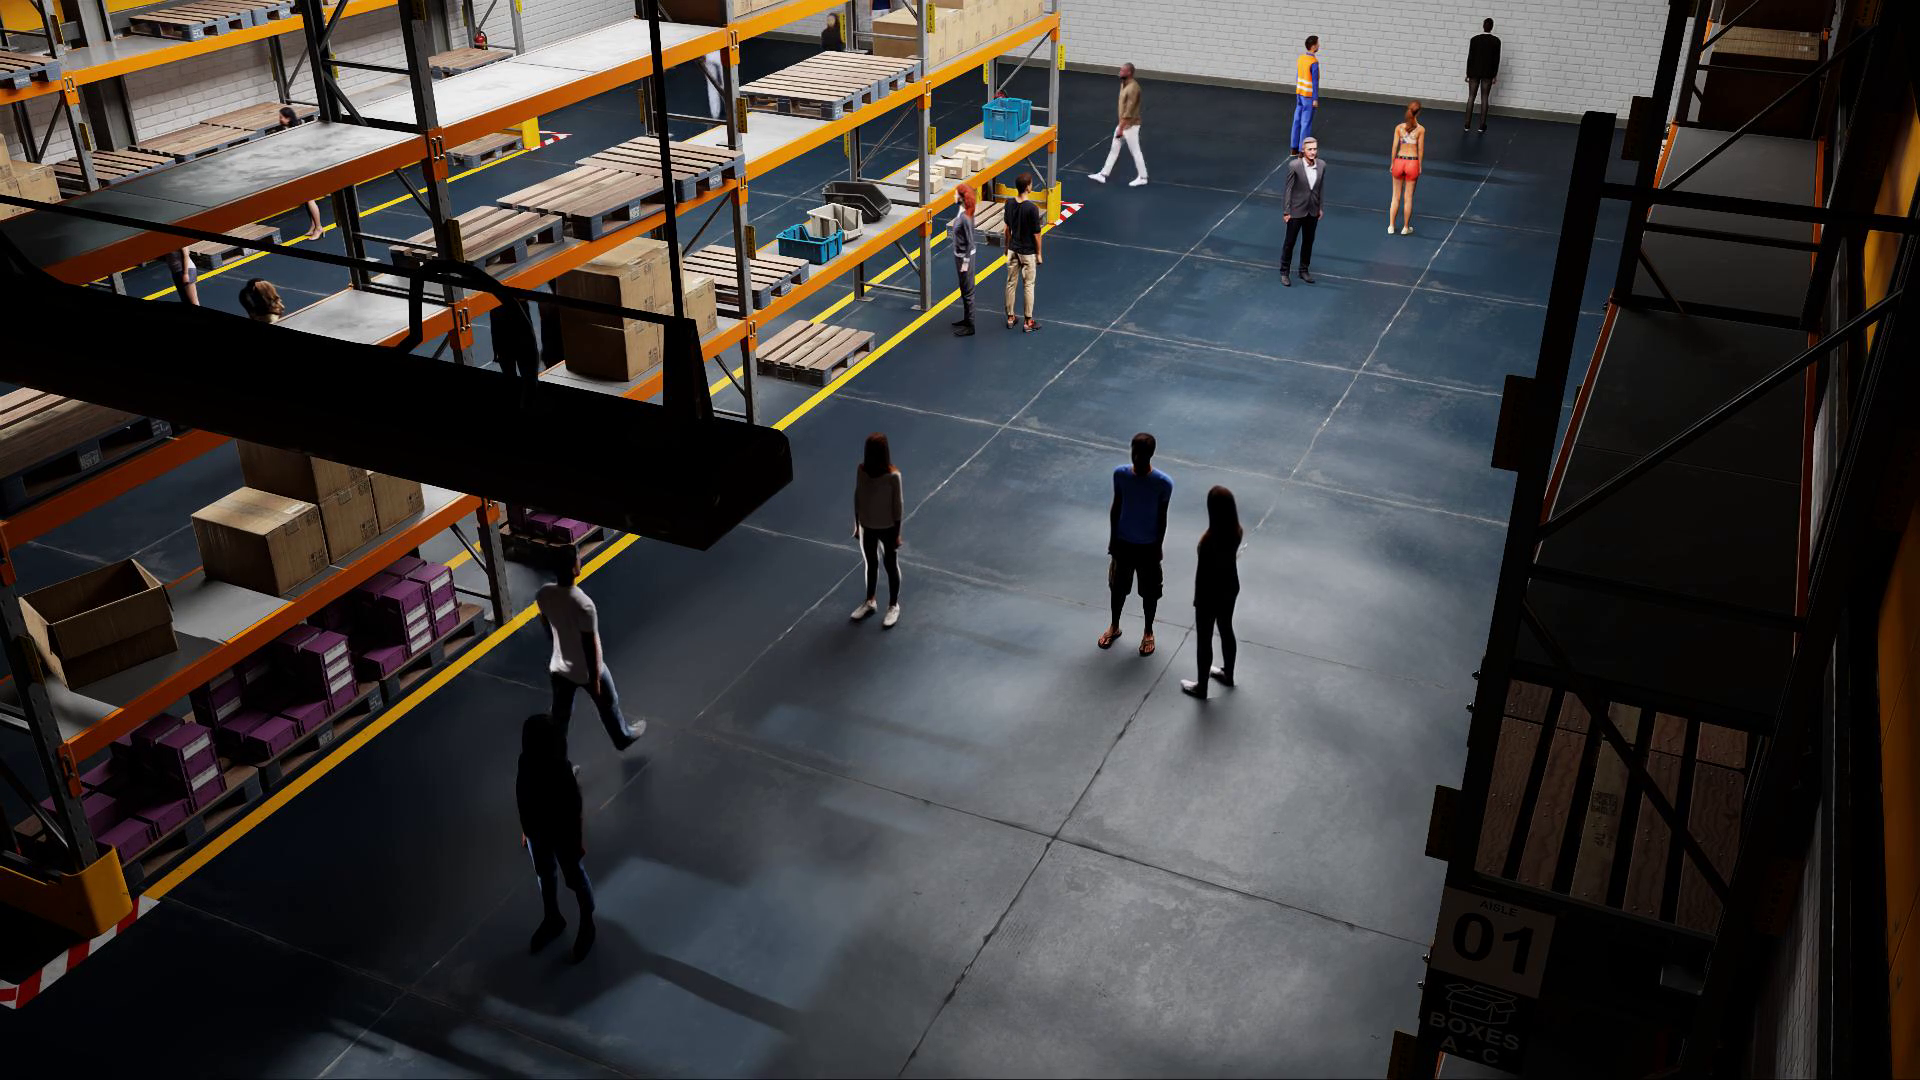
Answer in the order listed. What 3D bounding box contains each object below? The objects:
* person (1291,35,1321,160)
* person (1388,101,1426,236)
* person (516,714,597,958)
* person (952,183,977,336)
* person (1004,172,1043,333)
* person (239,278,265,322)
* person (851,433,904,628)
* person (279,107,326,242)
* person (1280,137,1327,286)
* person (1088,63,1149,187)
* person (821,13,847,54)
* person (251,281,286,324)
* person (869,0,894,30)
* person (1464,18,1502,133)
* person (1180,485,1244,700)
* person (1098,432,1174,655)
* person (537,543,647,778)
[{"bbox_3d":[5.349,-6.838,25.661,0.839,1.864,0.783,-10,30,-18],"label":"person"},{"bbox_3d":[6.003,-5.005,22.380,0.572,1.788,0.542,12,31,21],"label":"person"},{"bbox_3d":[-2.451,1.771,10.050,0.590,1.701,0.559,9,30,17],"label":"person"},{"bbox_3d":[0.055,-3.236,19.147,0.716,1.779,0.600,-3,29,-6],"label":"person"},{"bbox_3d":[0.717,-3.339,19.255,0.686,1.857,0.576,18,33,30],"label":"person"},{"bbox_3d":[-6.861,-1.772,16.518,0.728,1.726,0.641,-4,29,-8],"label":"person"},{"bbox_3d":[-0.654,-0.116,13.502,0.600,1.708,0.556,14,32,25],"label":"person"},{"bbox_3d":[-8.797,-4.885,22.181,0.817,1.769,0.783,-16,32,-26],"label":"person"},{"bbox_3d":[4.277,-4.108,20.683,0.798,1.840,0.850,-9,30,-16],"label":"person"},{"bbox_3d":[2.534,-6.028,24.255,1.210,1.790,1.188,-7,29,-13],"label":"person"},{"bbox_3d":[-2.122,-8.163,28.366,0.727,1.600,1.044,7,29,13],"label":"person"},{"bbox_3d":[-6.751,-1.750,16.482,0.728,1.723,0.712,-17,33,-28],"label":"person"},{"bbox_3d":[-1.507,-10.105,31.679,0.702,1.837,0.778,-12,31,-21],"label":"person"},{"bbox_3d":[8.500,-7.583,27.096,0.669,1.799,0.571,10,30,18],"label":"person"},{"bbox_3d":[1.947,0.388,12.568,0.585,1.718,0.703,-22,35,-34],"label":"person"},{"bbox_3d":[1.402,-0.003,13.133,0.662,1.864,0.581,10,30,18],"label":"person"},{"bbox_3d":[-2.709,0.914,11.500,0.731,1.816,1.161,15,32,25],"label":"person"}]
